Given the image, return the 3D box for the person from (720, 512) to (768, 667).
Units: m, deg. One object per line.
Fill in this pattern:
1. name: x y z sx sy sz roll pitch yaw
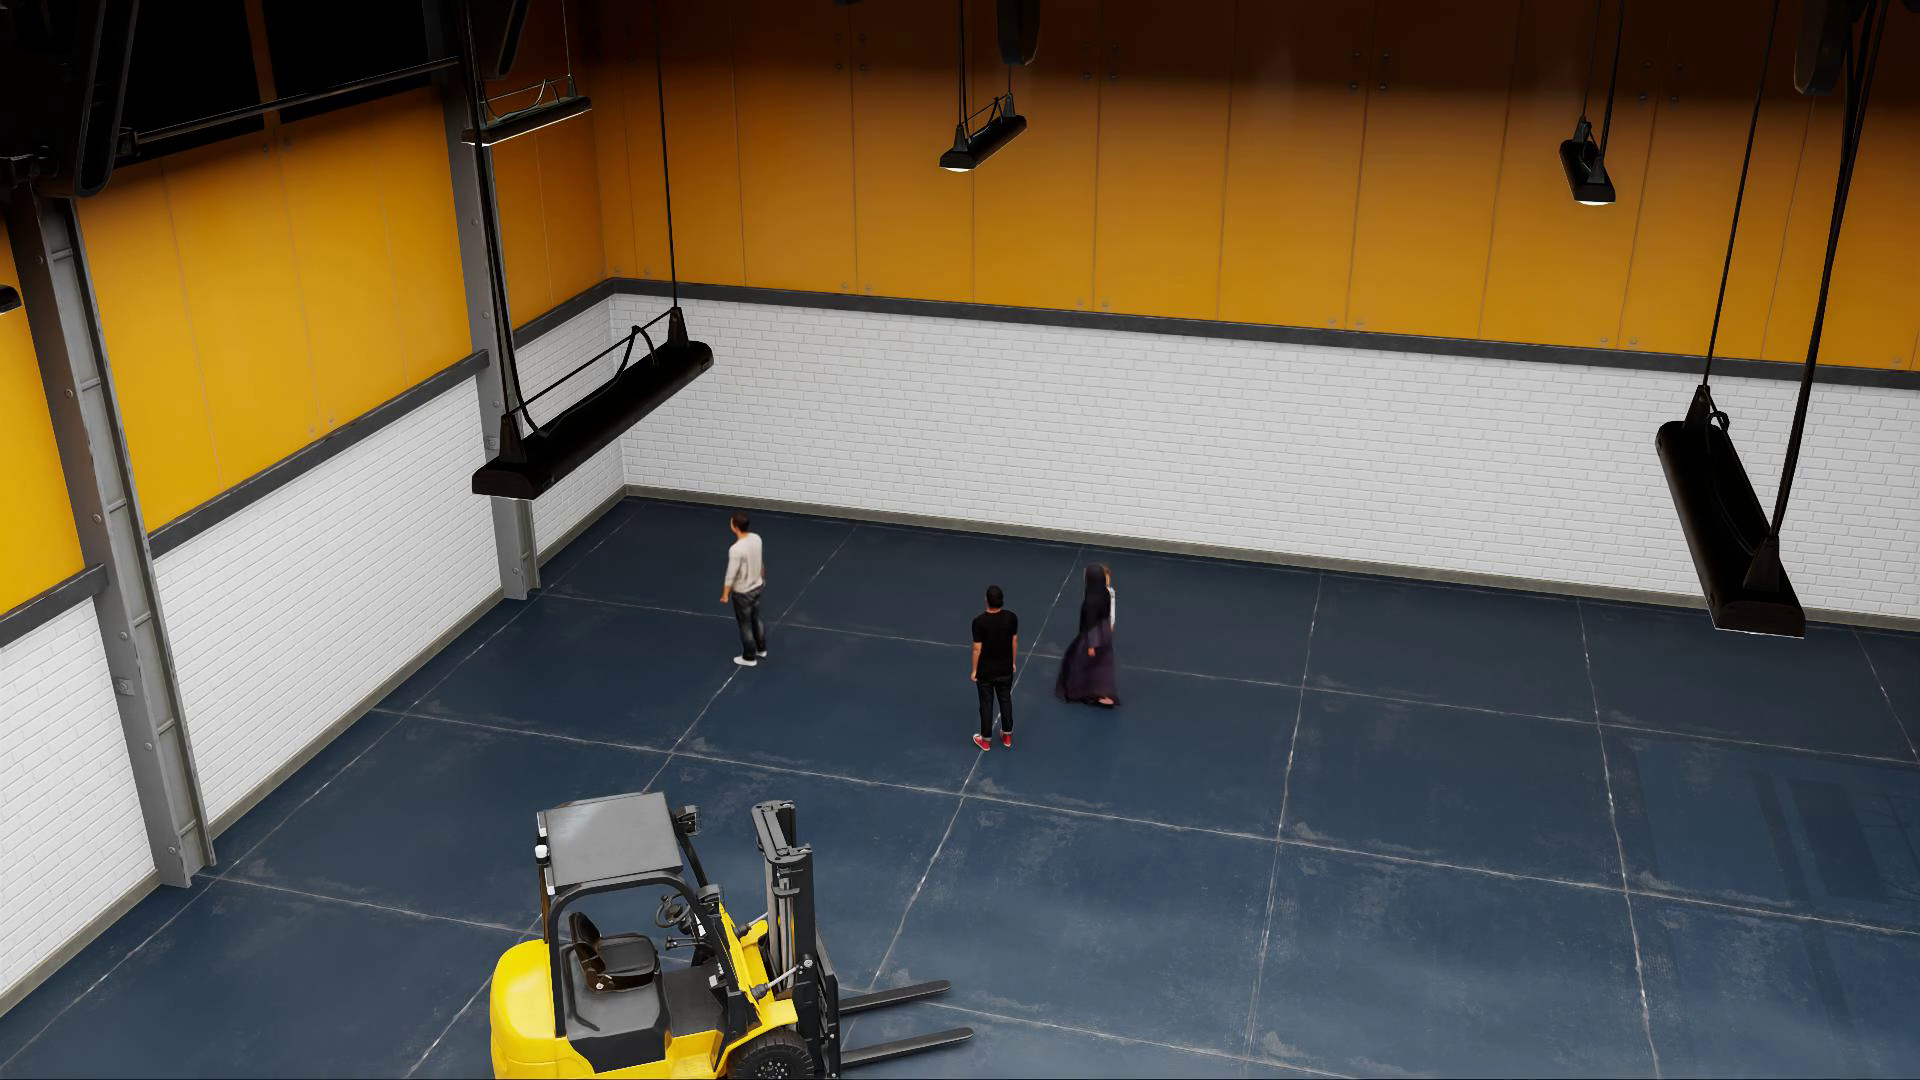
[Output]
1. person: -2.251 0.535 17.961 0.829 1.805 0.649 14 27 29

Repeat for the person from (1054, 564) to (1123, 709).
1. person: 1.464 1.006 17.121 0.822 1.613 0.931 13 27 27

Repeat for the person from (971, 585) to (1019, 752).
1. person: 0.341 1.249 16.386 0.727 1.758 0.756 -8 25 -18
